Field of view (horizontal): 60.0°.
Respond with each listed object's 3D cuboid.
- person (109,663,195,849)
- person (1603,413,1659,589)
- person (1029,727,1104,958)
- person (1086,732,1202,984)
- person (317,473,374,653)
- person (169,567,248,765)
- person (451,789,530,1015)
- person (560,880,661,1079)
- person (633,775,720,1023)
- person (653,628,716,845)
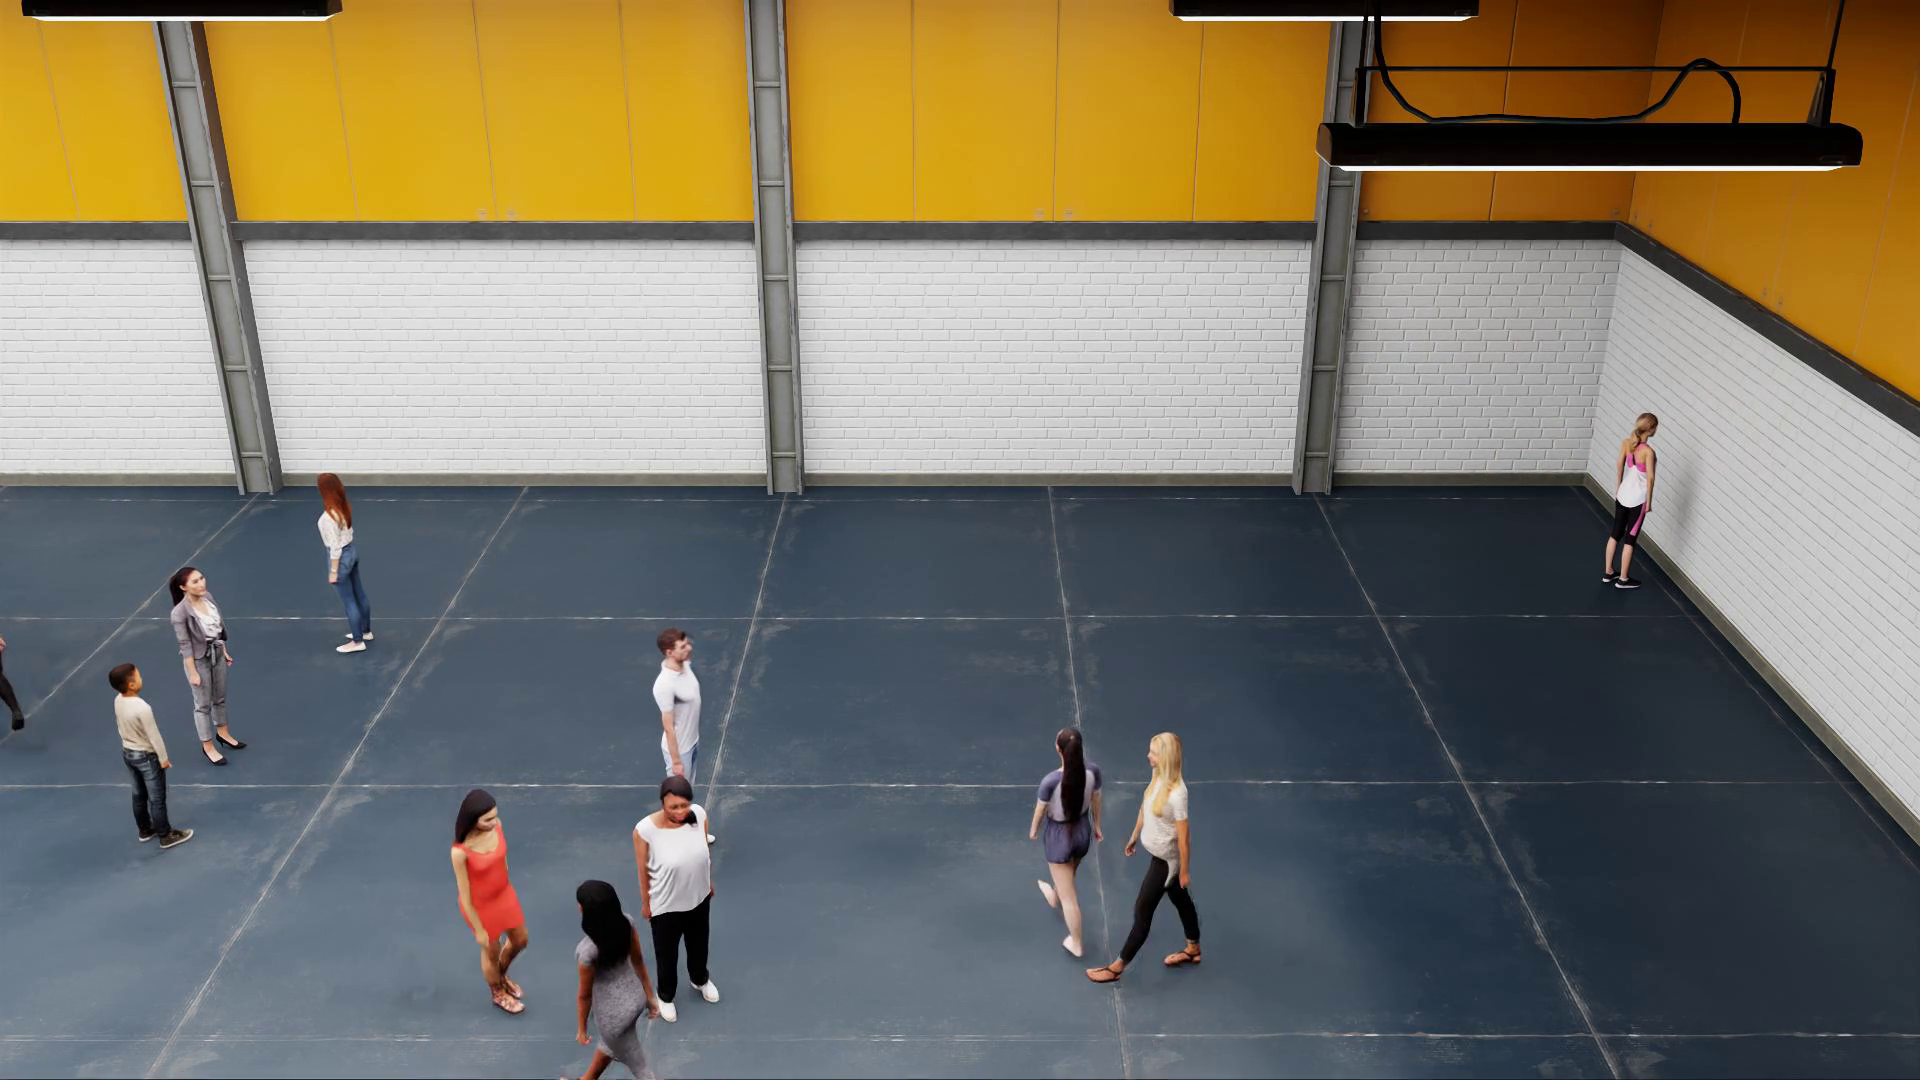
[{"bbox_3d":[-6.024,1.583,12.245,0.577,1.463,0.691,12,26,26],"label":"person"},{"bbox_3d":[6.606,-0.394,16.363,0.656,1.787,0.677,-10,26,-22],"label":"person"},{"bbox_3d":[0.759,2.034,11.020,1.013,1.616,0.940,-11,26,-24],"label":"person"},{"bbox_3d":[1.427,2.044,10.778,1.104,1.792,0.734,-4,24,-10],"label":"person"},{"bbox_3d":[-5.592,0.187,15.108,0.509,1.727,0.581,1,24,3],"label":"person"},{"bbox_3d":[-6.060,0.984,13.346,0.657,1.678,0.668,5,24,12],"label":"person"},{"bbox_3d":[-3.022,2.261,10.411,0.745,1.688,0.719,10,26,22],"label":"person"},{"bbox_3d":[-1.830,2.717,9.329,1.242,1.719,0.950,12,26,25],"label":"person"},{"bbox_3d":[-1.761,2.224,10.498,0.739,1.687,0.826,-16,28,-33],"label":"person"},{"bbox_3d":[-2.023,1.477,12.002,0.548,1.851,0.655,2,24,4],"label":"person"}]
